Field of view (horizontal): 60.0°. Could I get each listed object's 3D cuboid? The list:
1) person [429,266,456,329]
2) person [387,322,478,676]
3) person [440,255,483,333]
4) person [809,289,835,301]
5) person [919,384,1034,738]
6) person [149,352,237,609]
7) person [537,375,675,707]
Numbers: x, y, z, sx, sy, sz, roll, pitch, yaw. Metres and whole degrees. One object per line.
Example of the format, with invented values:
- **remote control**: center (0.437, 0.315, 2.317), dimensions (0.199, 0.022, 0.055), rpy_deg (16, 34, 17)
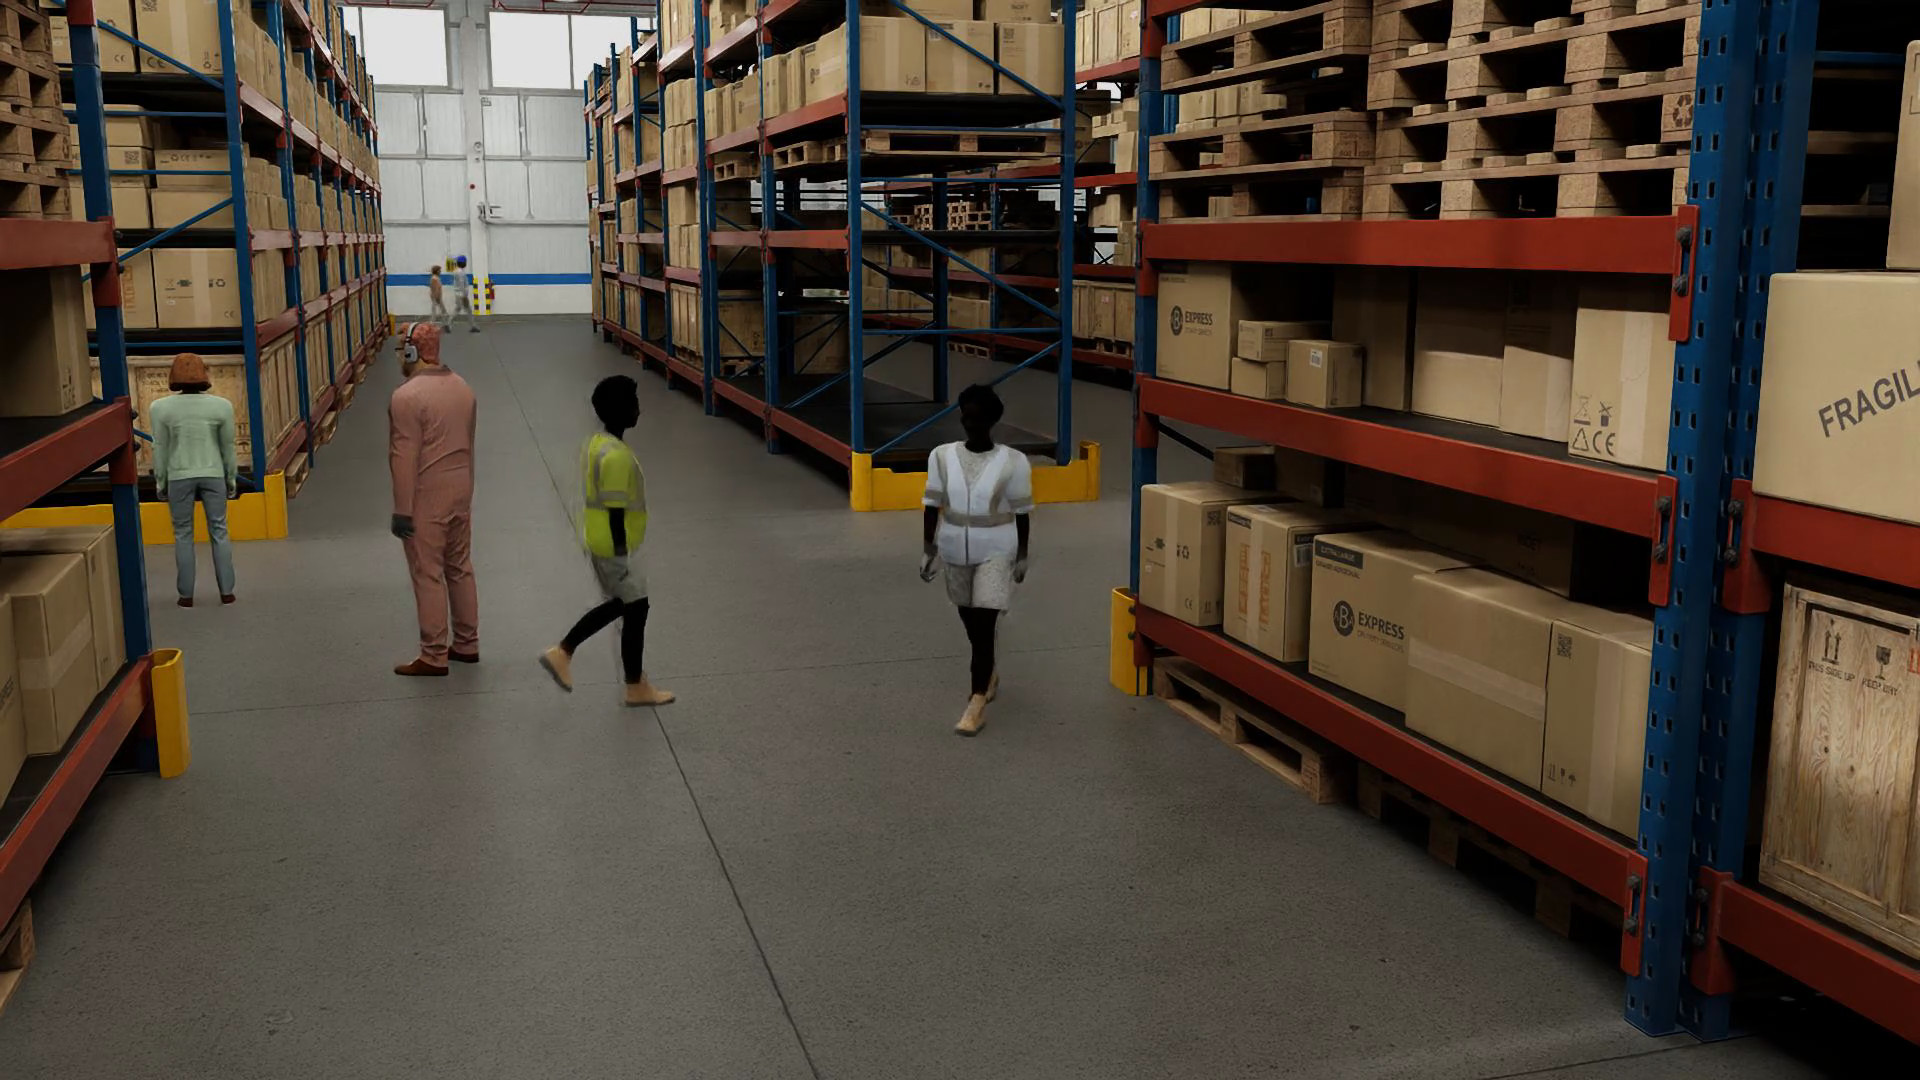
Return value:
- **person**: center (-13.207, -6.152, 42.283), dimensions (0.742, 1.610, 0.542), rpy_deg (0, 10, -2)
- **person**: center (-2.863, -0.221, 8.987), dimensions (0.399, 1.900, 0.645), rpy_deg (3, 11, 15)
- **person**: center (-12.281, -6.024, 40.767), dimensions (0.939, 1.912, 0.623), rpy_deg (-3, 11, -18)
- **person**: center (-3.304, -5.859, 39.690), dimensions (0.624, 1.970, 0.786), rpy_deg (0, 10, -2)
- **person**: center (0.091, 0.058, 8.113), dimensions (0.532, 1.656, 0.880), rpy_deg (4, 11, 19)
- **person**: center (-4.852, -0.375, 10.571), dimensions (0.493, 1.624, 0.280), rpy_deg (-7, 12, -32)
- **person**: center (-1.766, 0.018, 8.253), dimensions (0.568, 1.679, 0.538), rpy_deg (-4, 11, -20)
